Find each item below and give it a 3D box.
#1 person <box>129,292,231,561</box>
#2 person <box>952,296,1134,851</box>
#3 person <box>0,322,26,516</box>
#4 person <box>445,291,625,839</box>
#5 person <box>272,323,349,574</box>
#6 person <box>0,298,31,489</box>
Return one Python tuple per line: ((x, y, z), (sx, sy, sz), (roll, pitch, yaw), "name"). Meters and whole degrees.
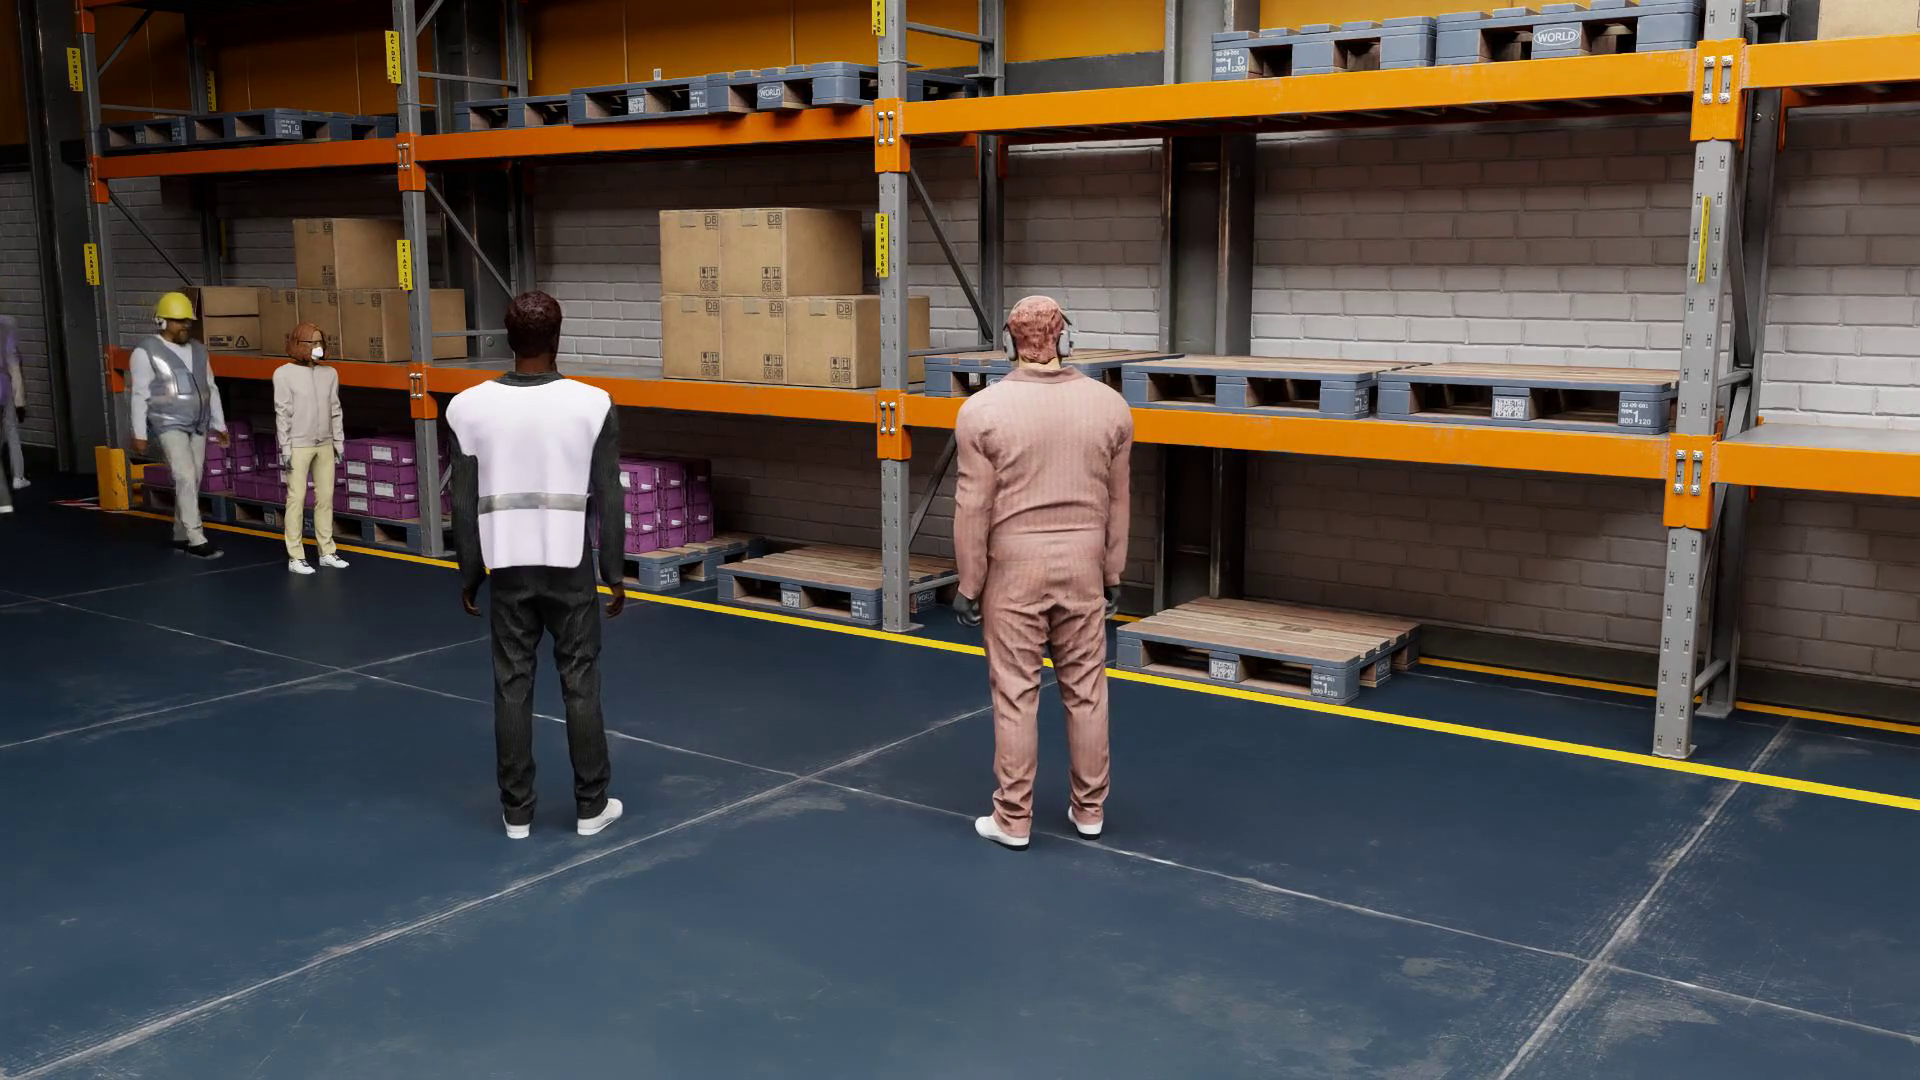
((-5.189, -0.767, 11.291), (0.659, 1.802, 0.622), (3, 10, 19), "person")
((0.270, 0.118, 5.746), (0.643, 1.905, 0.400), (-3, 10, -18), "person")
((-7.891, -1.142, 13.354), (0.988, 1.865, 0.591), (6, 11, 34), "person")
((-1.467, 0.098, 5.820), (0.590, 1.918, 0.389), (-1, 10, -3), "person")
((-4.226, -0.596, 10.834), (0.274, 1.629, 0.498), (6, 11, 31), "person")
((-8.569, -1.373, 14.726), (0.537, 1.869, 0.312), (-5, 11, -25), "person")
